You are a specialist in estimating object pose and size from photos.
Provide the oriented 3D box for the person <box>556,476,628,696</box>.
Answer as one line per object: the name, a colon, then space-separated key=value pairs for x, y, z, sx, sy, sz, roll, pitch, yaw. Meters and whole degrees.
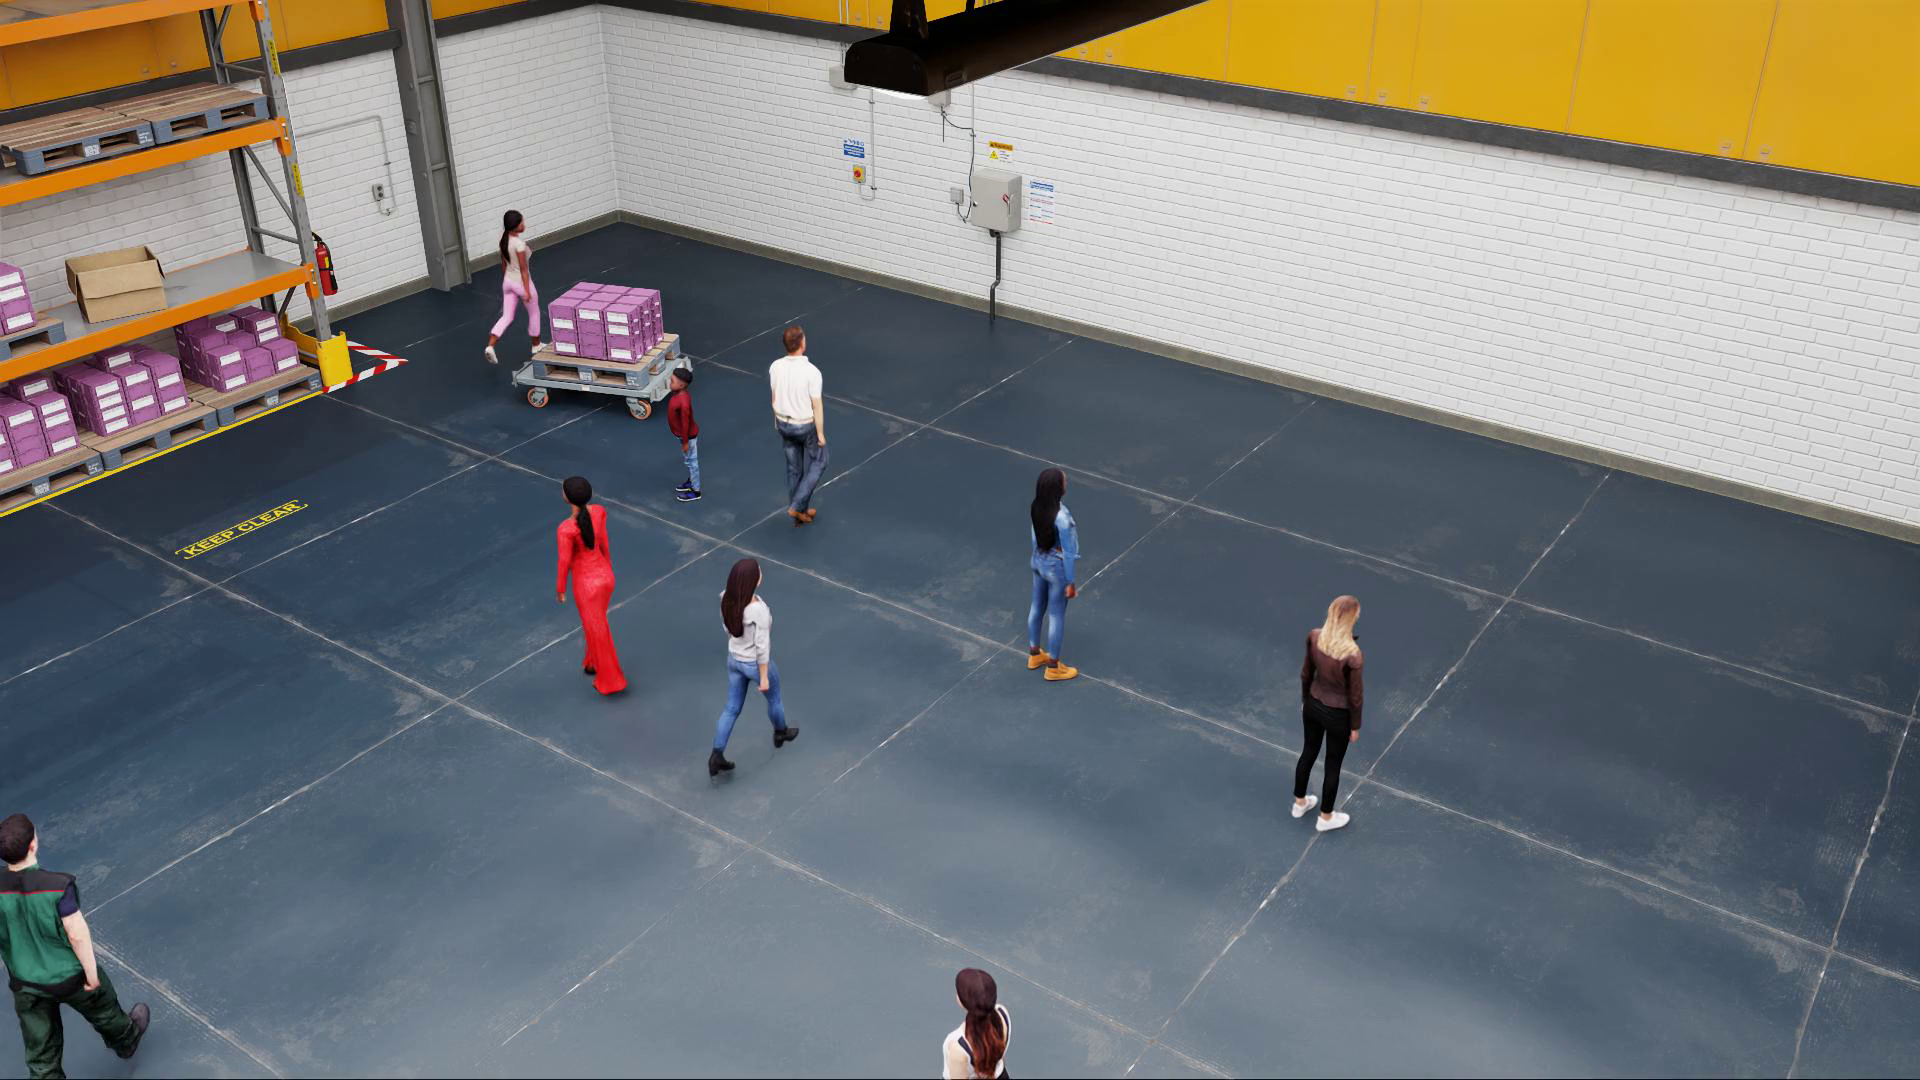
person: x=-2.618 y=0.363 z=12.097 sx=0.745 sy=1.770 sz=0.696 roll=13 pitch=31 yaw=23

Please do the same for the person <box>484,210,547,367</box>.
person: x=-4.770 y=-2.644 z=17.686 sx=0.674 sy=1.696 sz=1.144 roll=19 pitch=34 yaw=30

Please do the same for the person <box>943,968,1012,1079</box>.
person: x=0.098 y=2.703 z=7.935 sx=0.607 sy=1.646 sz=0.472 roll=20 pitch=35 yaw=33

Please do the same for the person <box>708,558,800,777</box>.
person: x=-1.498 y=0.891 z=11.315 sx=0.642 sy=1.592 sz=1.035 roll=21 pitch=35 yaw=33

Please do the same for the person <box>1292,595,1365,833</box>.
person: x=2.385 y=1.116 z=10.786 sx=0.603 sy=1.703 sz=0.661 roll=-21 pitch=35 yaw=-33

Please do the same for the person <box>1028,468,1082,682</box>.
person: x=0.675 y=0.242 z=12.378 sx=0.650 sy=1.712 sz=0.673 roll=-16 pitch=33 yaw=-27

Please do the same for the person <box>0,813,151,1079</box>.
person: x=-4.686 y=2.276 z=8.501 sx=1.163 sy=1.854 sz=1.299 roll=-1 pitch=29 yaw=-2

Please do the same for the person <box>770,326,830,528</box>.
person: x=-1.456 y=-0.927 z=14.387 sx=0.724 sy=1.841 sz=0.750 roll=15 pitch=32 yaw=25

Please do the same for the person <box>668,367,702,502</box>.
person: x=-2.478 y=-0.983 z=15.102 sx=0.633 sy=1.255 sz=0.578 roll=-6 pitch=29 yaw=-11
